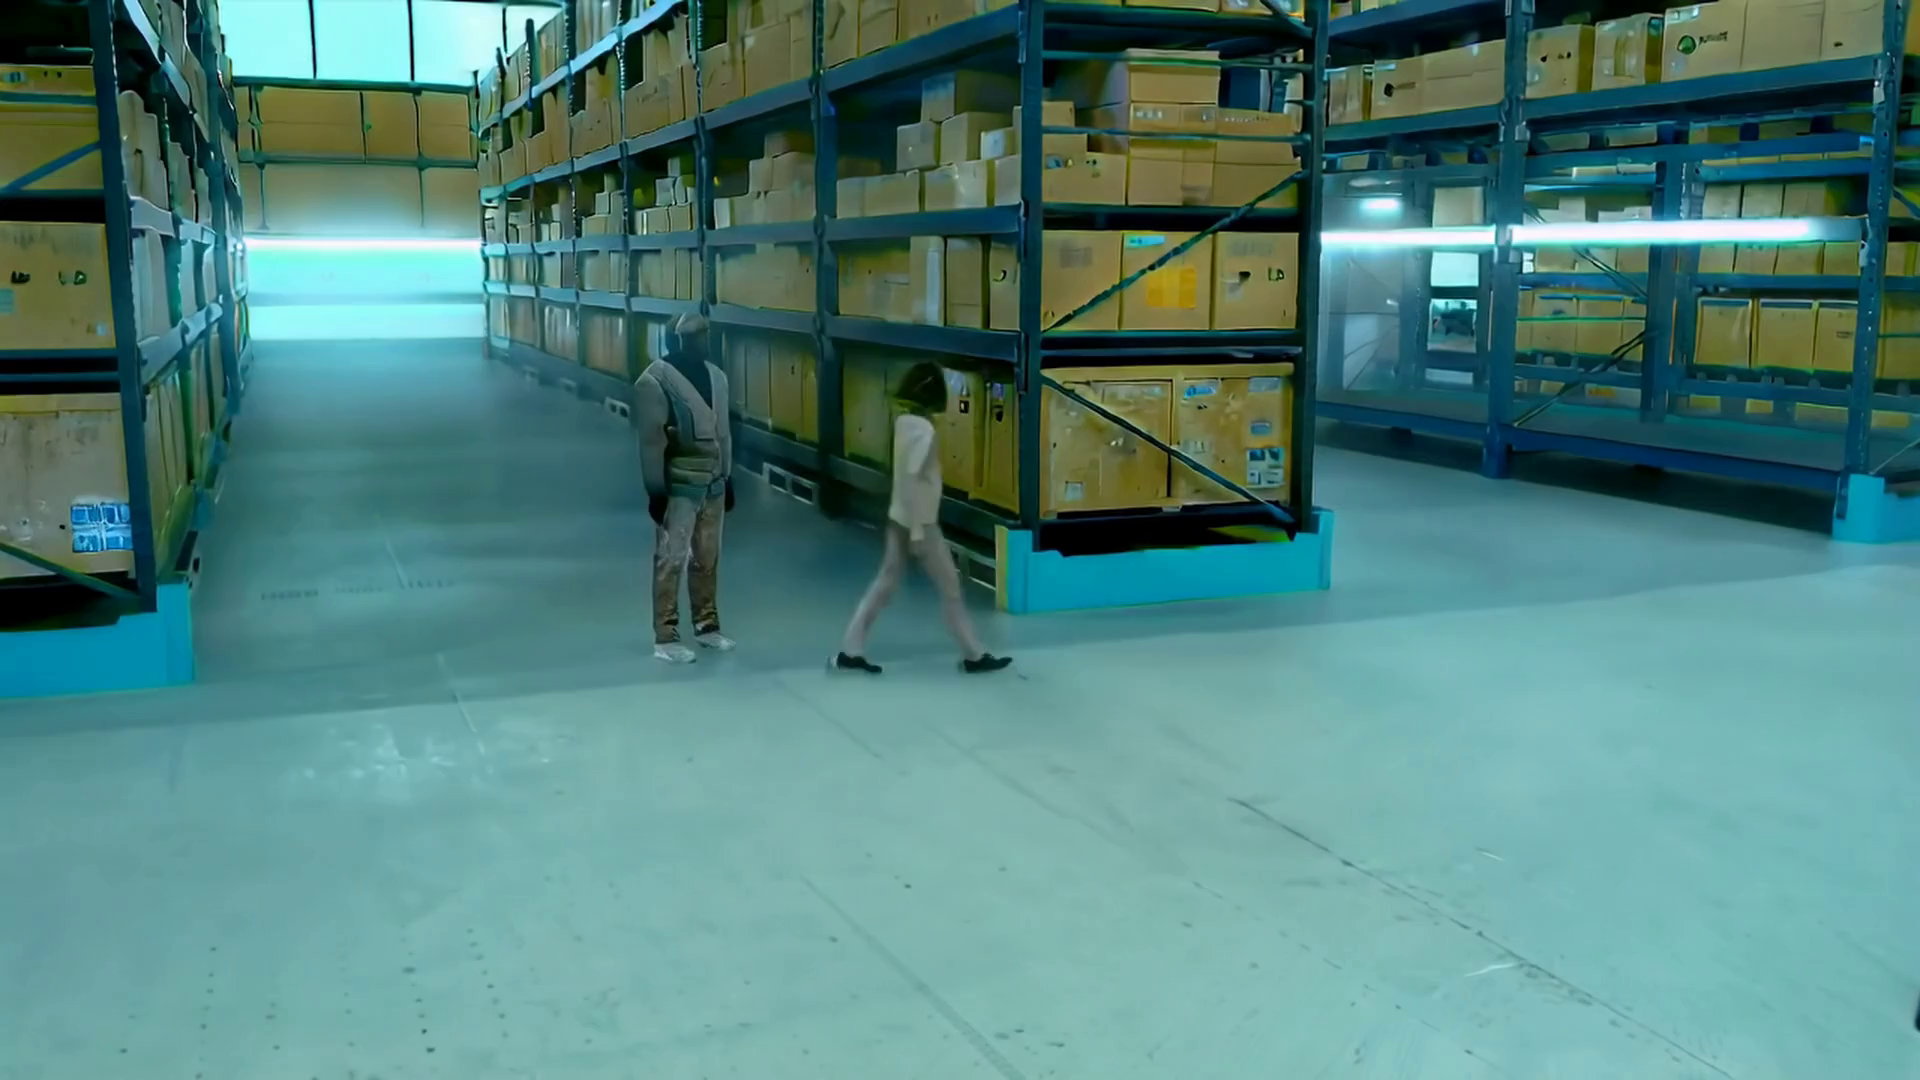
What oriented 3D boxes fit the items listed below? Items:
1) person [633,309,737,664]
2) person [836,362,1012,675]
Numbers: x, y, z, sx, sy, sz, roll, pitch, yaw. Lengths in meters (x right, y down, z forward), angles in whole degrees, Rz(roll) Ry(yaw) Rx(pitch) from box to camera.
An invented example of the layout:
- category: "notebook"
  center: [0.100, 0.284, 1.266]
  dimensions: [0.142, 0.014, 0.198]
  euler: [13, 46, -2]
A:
- category: "person"
  center: [-1.406, -0.279, 8.682]
  dimensions: [0.430, 1.836, 0.619]
  euler: [6, 11, 32]
- category: "person"
  center: [-0.213, -0.094, 8.299]
  dimensions: [0.891, 1.583, 0.513]
  euler: [-3, 10, -17]
